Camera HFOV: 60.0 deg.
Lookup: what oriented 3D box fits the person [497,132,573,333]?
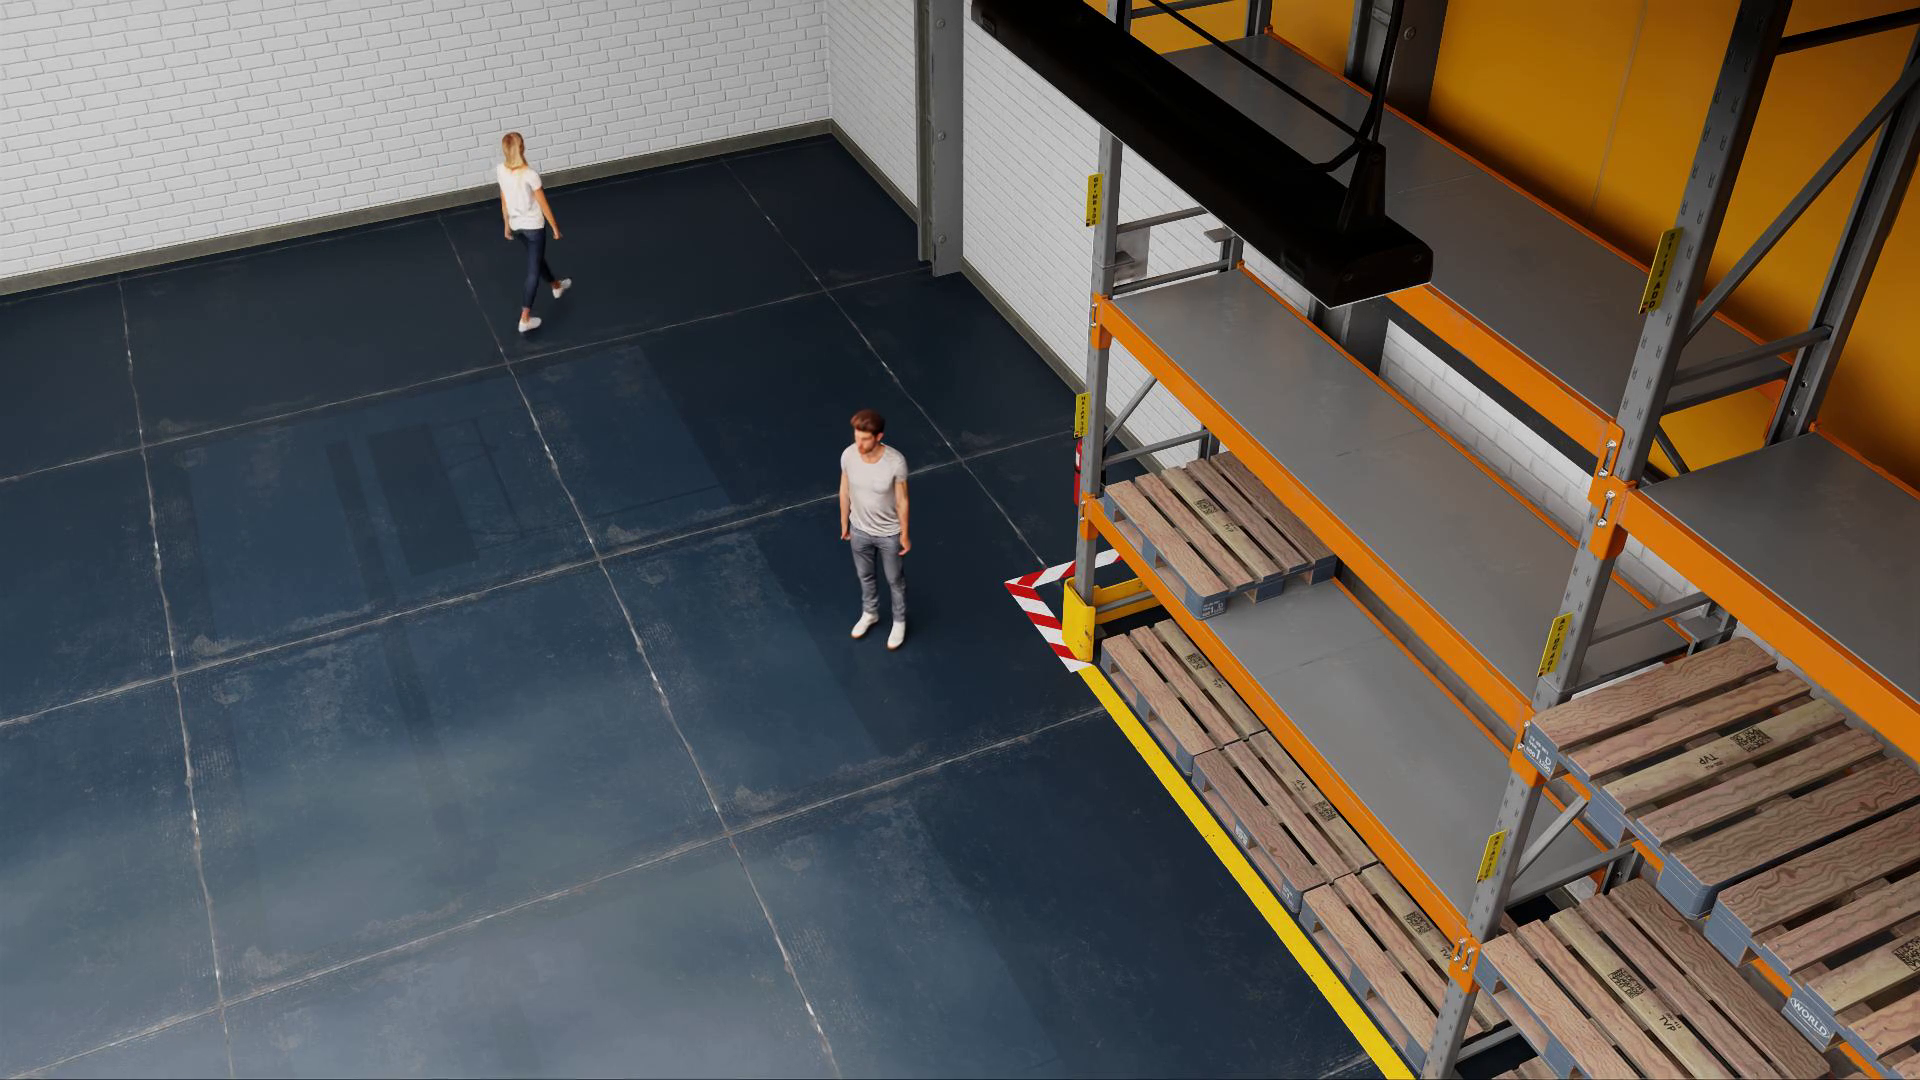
[{"bbox_3d":[-3.825,-2.665,14.591,1.145,1.760,1.107,18,42,21],"label":"person"}]

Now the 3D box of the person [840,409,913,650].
[{"bbox_3d":[-0.556,-0.100,11.276,0.745,1.889,0.799,12,40,15],"label":"person"}]
